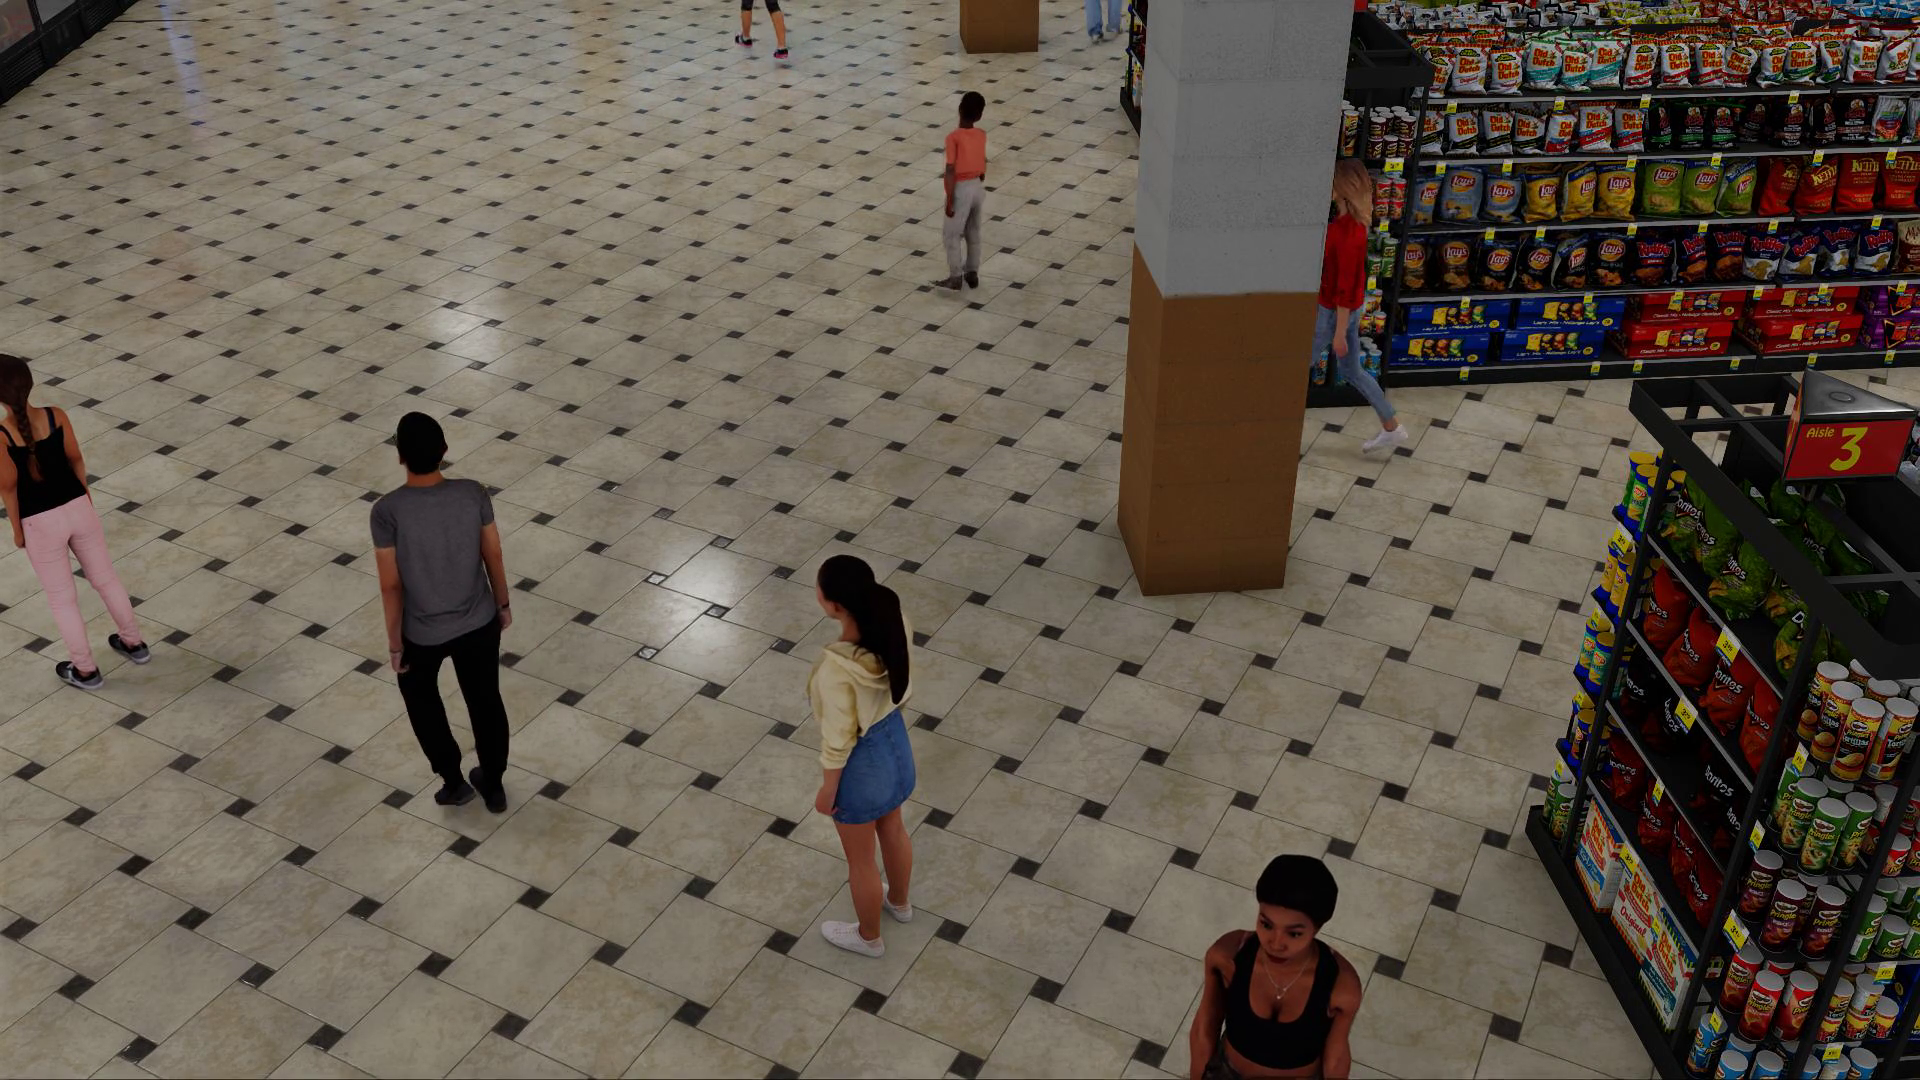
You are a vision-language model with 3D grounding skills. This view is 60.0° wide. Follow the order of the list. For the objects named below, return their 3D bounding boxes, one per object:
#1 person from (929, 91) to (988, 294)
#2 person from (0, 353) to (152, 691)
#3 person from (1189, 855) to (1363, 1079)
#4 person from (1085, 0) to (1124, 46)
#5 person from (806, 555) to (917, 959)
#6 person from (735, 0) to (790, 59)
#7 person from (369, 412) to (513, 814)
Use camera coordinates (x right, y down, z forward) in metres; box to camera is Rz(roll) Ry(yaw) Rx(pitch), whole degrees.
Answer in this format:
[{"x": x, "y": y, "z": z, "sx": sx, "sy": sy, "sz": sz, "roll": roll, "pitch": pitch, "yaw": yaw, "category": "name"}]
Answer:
[{"x": 0.041, "y": -2.248, "z": 10.872, "sx": 0.743, "sy": 1.286, "sz": 0.623, "roll": 26, "pitch": 40, "yaw": 35, "category": "person"}, {"x": -3.861, "y": -0.082, "z": 7.130, "sx": 0.646, "sy": 1.562, "sz": 0.595, "roll": 21, "pitch": 37, "yaw": 30, "category": "person"}, {"x": 0.816, "y": 1.496, "z": 4.463, "sx": 0.611, "sy": 1.699, "sz": 0.715, "roll": 12, "pitch": 34, "yaw": 19, "category": "person"}, {"x": 1.332, "y": -5.656, "z": 15.823, "sx": 0.788, "sy": 1.841, "sz": 0.854, "roll": 8, "pitch": 33, "yaw": 13, "category": "person"}, {"x": -0.318, "y": 0.752, "z": 5.723, "sx": 0.758, "sy": 1.632, "sz": 0.725, "roll": 19, "pitch": 37, "yaw": 28, "category": "person"}, {"x": -1.812, "y": -5.268, "z": 15.359, "sx": 1.170, "sy": 1.673, "sz": 1.018, "roll": -18, "pitch": 36, "yaw": -27, "category": "person"}, {"x": -1.907, "y": 0.351, "z": 6.261, "sx": 0.708, "sy": 1.745, "sz": 0.817, "roll": -18, "pitch": 36, "yaw": -27, "category": "person"}]
